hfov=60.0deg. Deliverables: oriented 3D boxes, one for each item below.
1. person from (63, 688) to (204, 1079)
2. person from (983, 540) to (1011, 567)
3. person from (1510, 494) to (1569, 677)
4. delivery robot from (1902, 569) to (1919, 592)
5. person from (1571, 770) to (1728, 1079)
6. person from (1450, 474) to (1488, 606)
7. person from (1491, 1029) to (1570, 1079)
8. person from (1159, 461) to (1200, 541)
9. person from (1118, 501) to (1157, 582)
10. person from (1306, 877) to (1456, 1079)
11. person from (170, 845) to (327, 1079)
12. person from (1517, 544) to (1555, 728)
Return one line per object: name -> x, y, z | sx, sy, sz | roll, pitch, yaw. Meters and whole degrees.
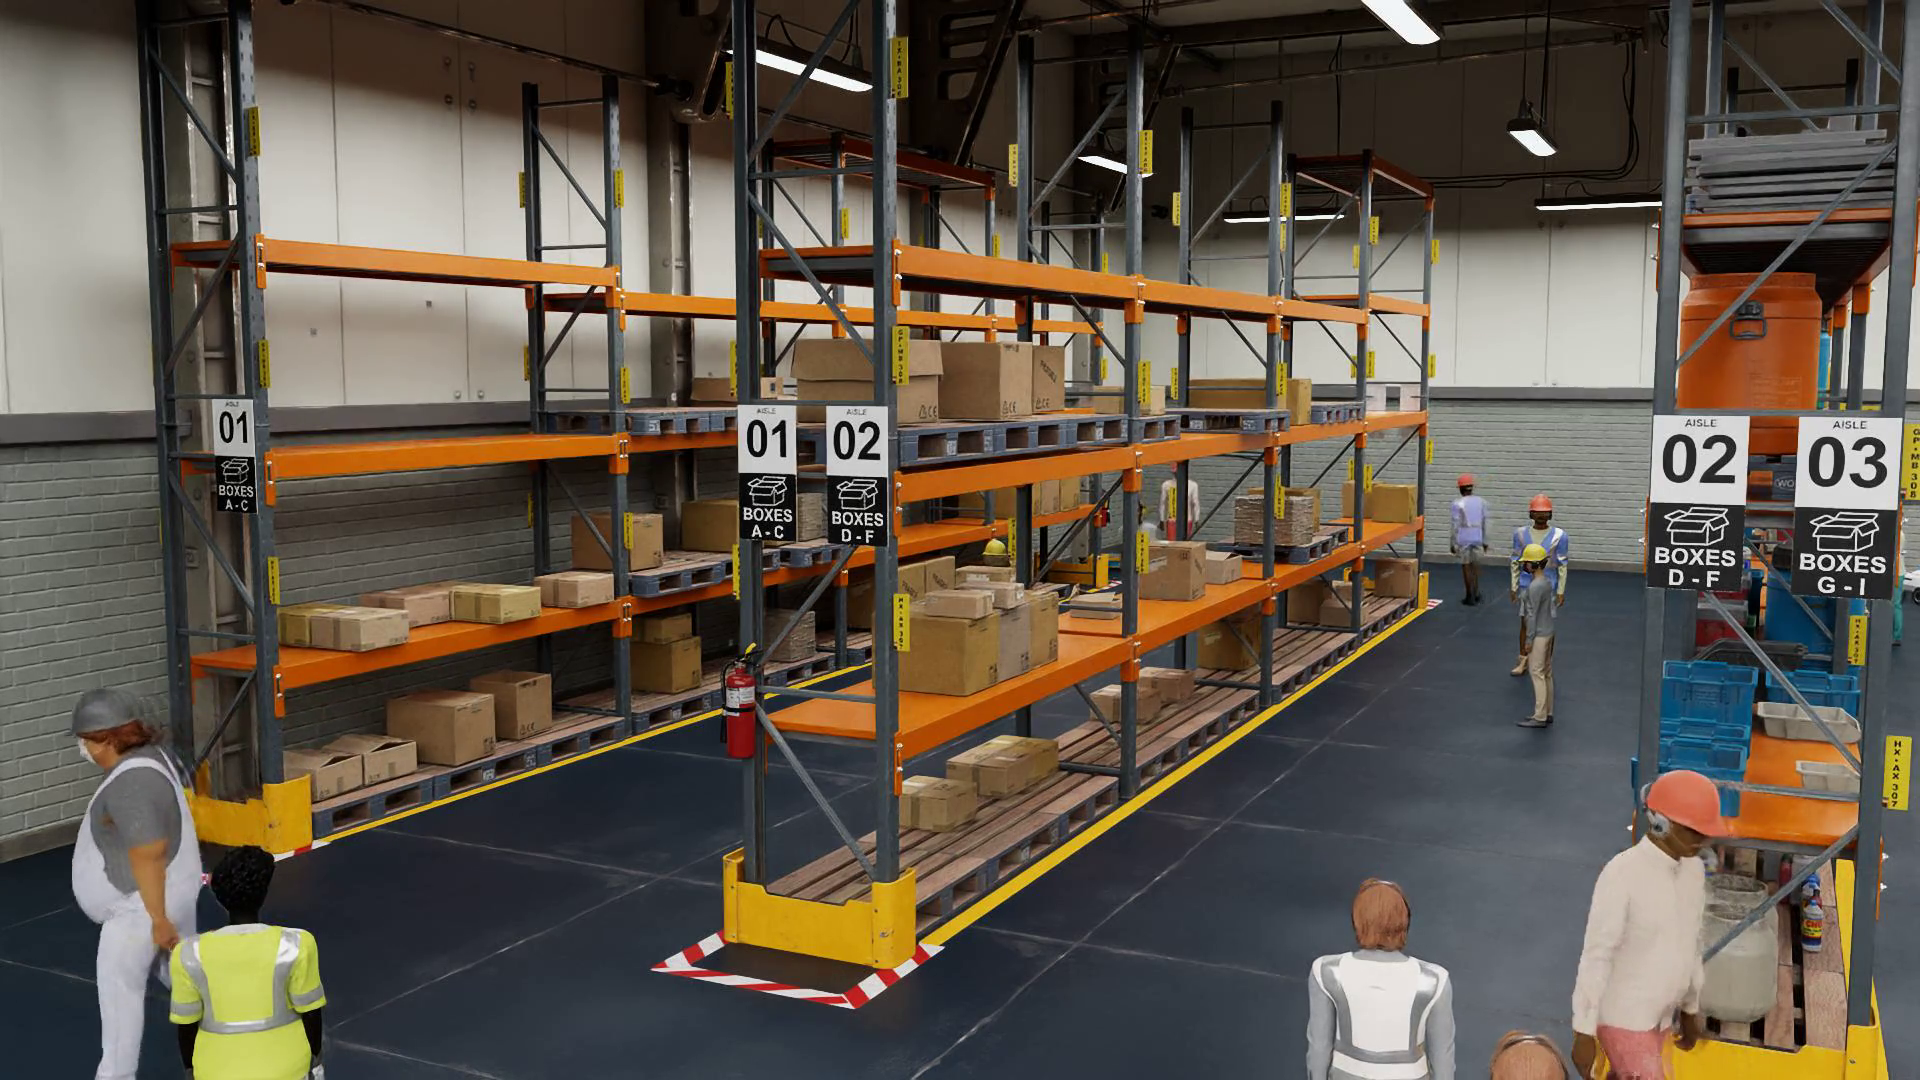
person -> -3.697, 1.610, 7.832 | 0.925, 2.000, 0.695 | -1, 6, -14
person -> 0.359, 0.868, 16.532 | 0.319, 1.736, 0.485 | 4, 7, 31
person -> 6.408, 0.515, 18.450 | 0.612, 2.047, 0.361 | 4, 7, 34
delivery robot -> 14.051, 0.612, 24.232 | 0.477, 0.478, 0.707 | 0, 6, -5
person -> 2.595, 1.821, 6.402 | 0.708, 1.926, 0.908 | -5, 8, -40
person -> 7.347, -0.003, 24.101 | 0.548, 1.913, 0.425 | -2, 6, -16
person -> 1.532, 2.150, 4.519 | 0.522, 1.636, 0.310 | 2, 6, 16
person -> 3.560, -0.321, 26.960 | 0.651, 1.968, 0.650 | 1, 6, 6
person -> 2.233, 0.398, 20.774 | 0.521, 1.819, 0.971 | 1, 6, 11
person -> 1.483, 2.010, 5.882 | 0.513, 1.639, 0.307 | 1, 6, 14
person -> -2.594, 1.958, 6.106 | 0.532, 1.696, 0.319 | -1, 6, -13
person -> 5.517, 0.916, 15.964 | 0.350, 1.759, 0.522 | 4, 7, 31
